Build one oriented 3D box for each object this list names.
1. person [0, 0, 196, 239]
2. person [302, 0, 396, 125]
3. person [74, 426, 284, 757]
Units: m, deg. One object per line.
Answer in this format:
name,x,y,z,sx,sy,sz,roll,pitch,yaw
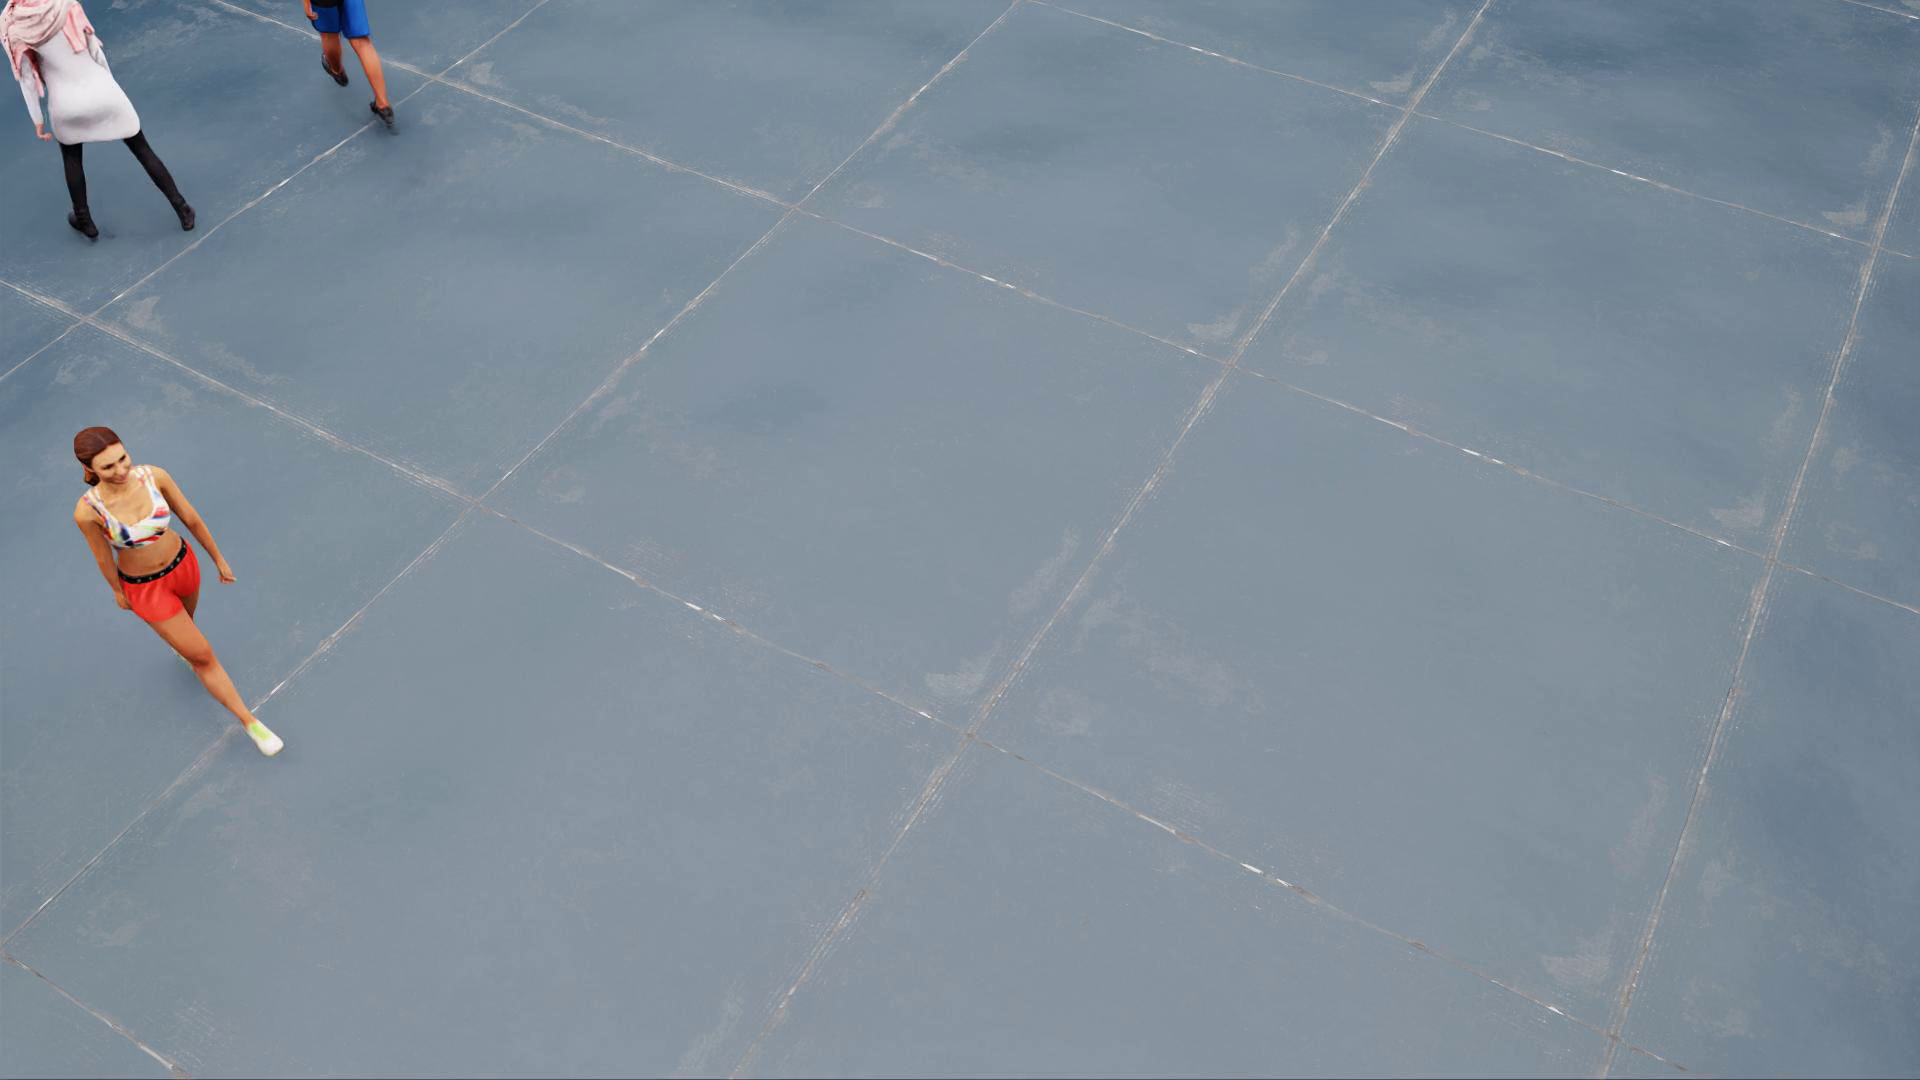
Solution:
person,-5.152,-2.531,9.706,1.004,1.765,0.995,-22,51,-19
person,-3.959,-3.474,10.591,0.942,1.745,1.256,-29,54,-24
person,-3.517,0.129,7.266,1.201,1.736,0.728,31,55,26
